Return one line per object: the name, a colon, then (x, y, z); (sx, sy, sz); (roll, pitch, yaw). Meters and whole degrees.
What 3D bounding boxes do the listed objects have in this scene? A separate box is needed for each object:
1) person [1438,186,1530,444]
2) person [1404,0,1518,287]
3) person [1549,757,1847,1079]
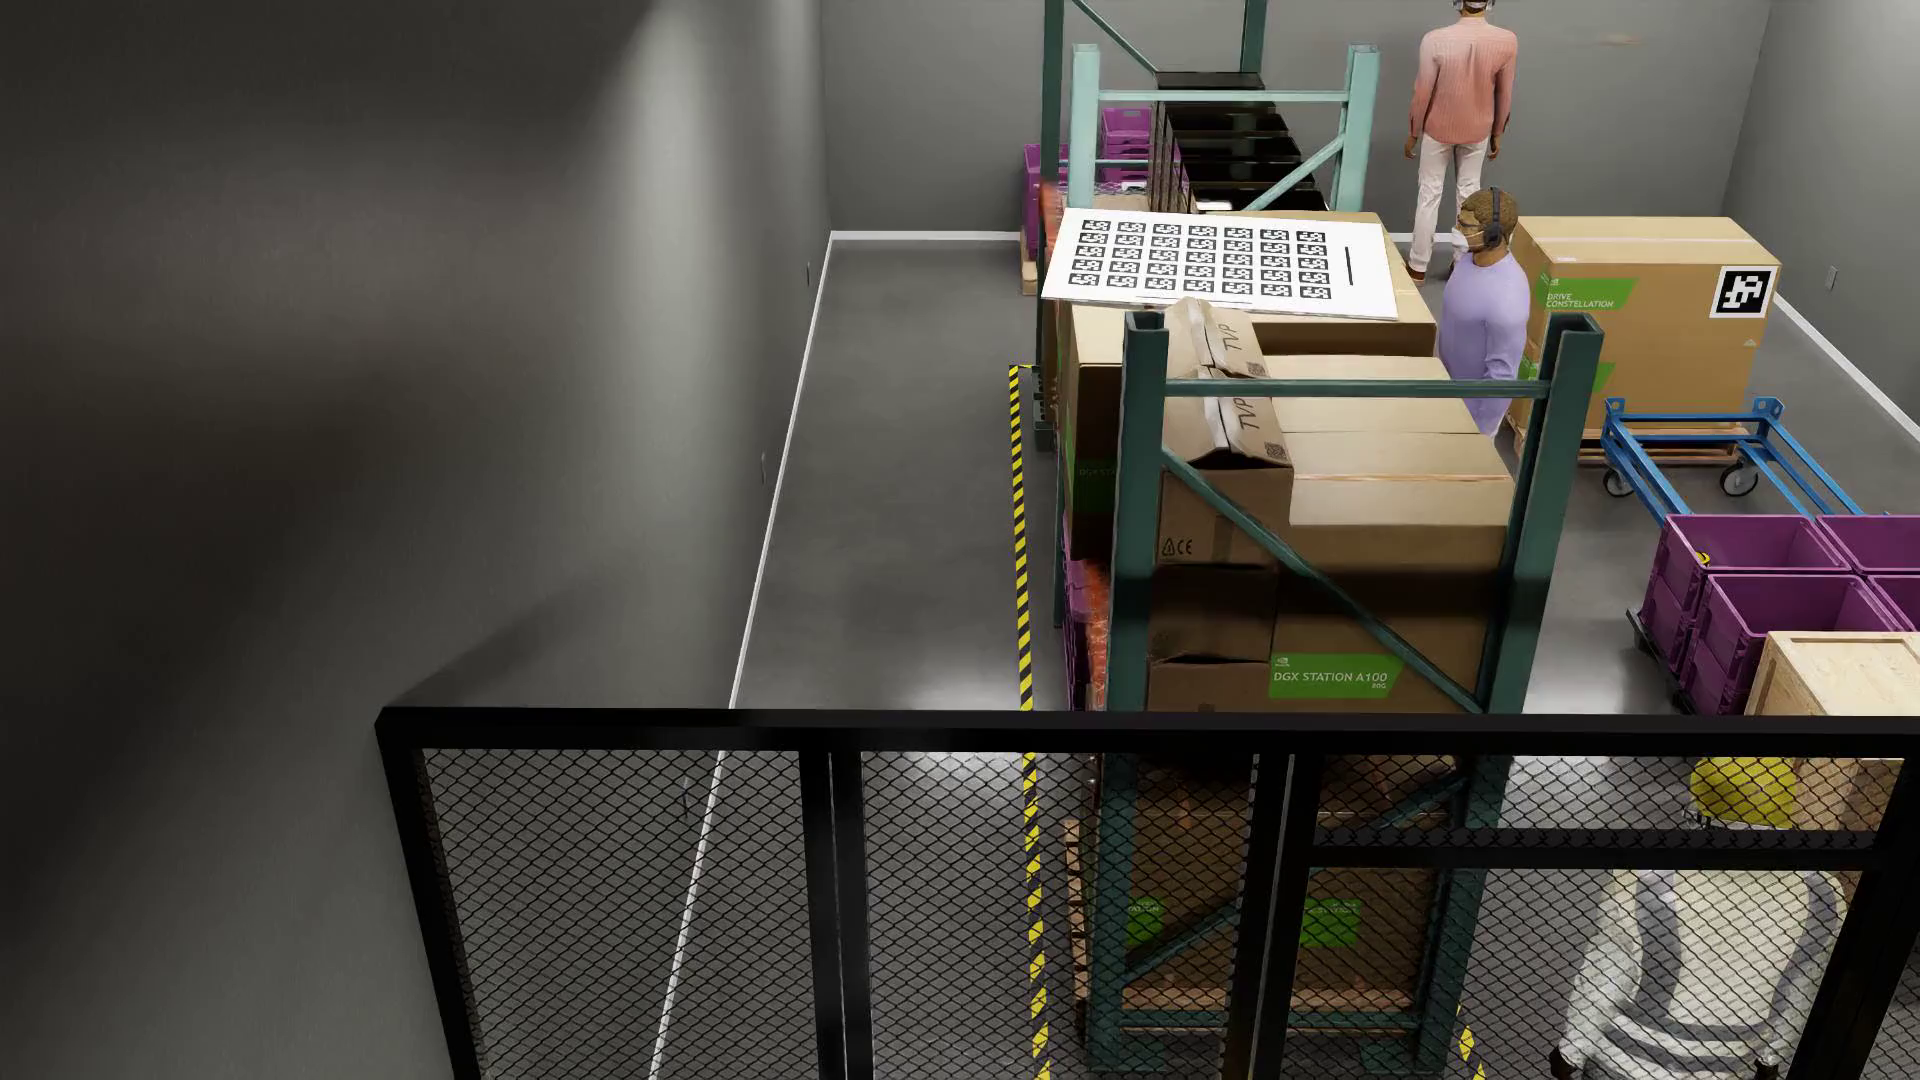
person: (2.188, -0.588, 7.193); (0.352, 1.937, 0.635); (0, 31, 0)
person: (3.108, -2.576, 10.442); (0.622, 1.990, 0.402); (0, 31, 0)
person: (1.811, 1.255, 4.233); (0.600, 1.829, 0.404); (0, 31, 0)
